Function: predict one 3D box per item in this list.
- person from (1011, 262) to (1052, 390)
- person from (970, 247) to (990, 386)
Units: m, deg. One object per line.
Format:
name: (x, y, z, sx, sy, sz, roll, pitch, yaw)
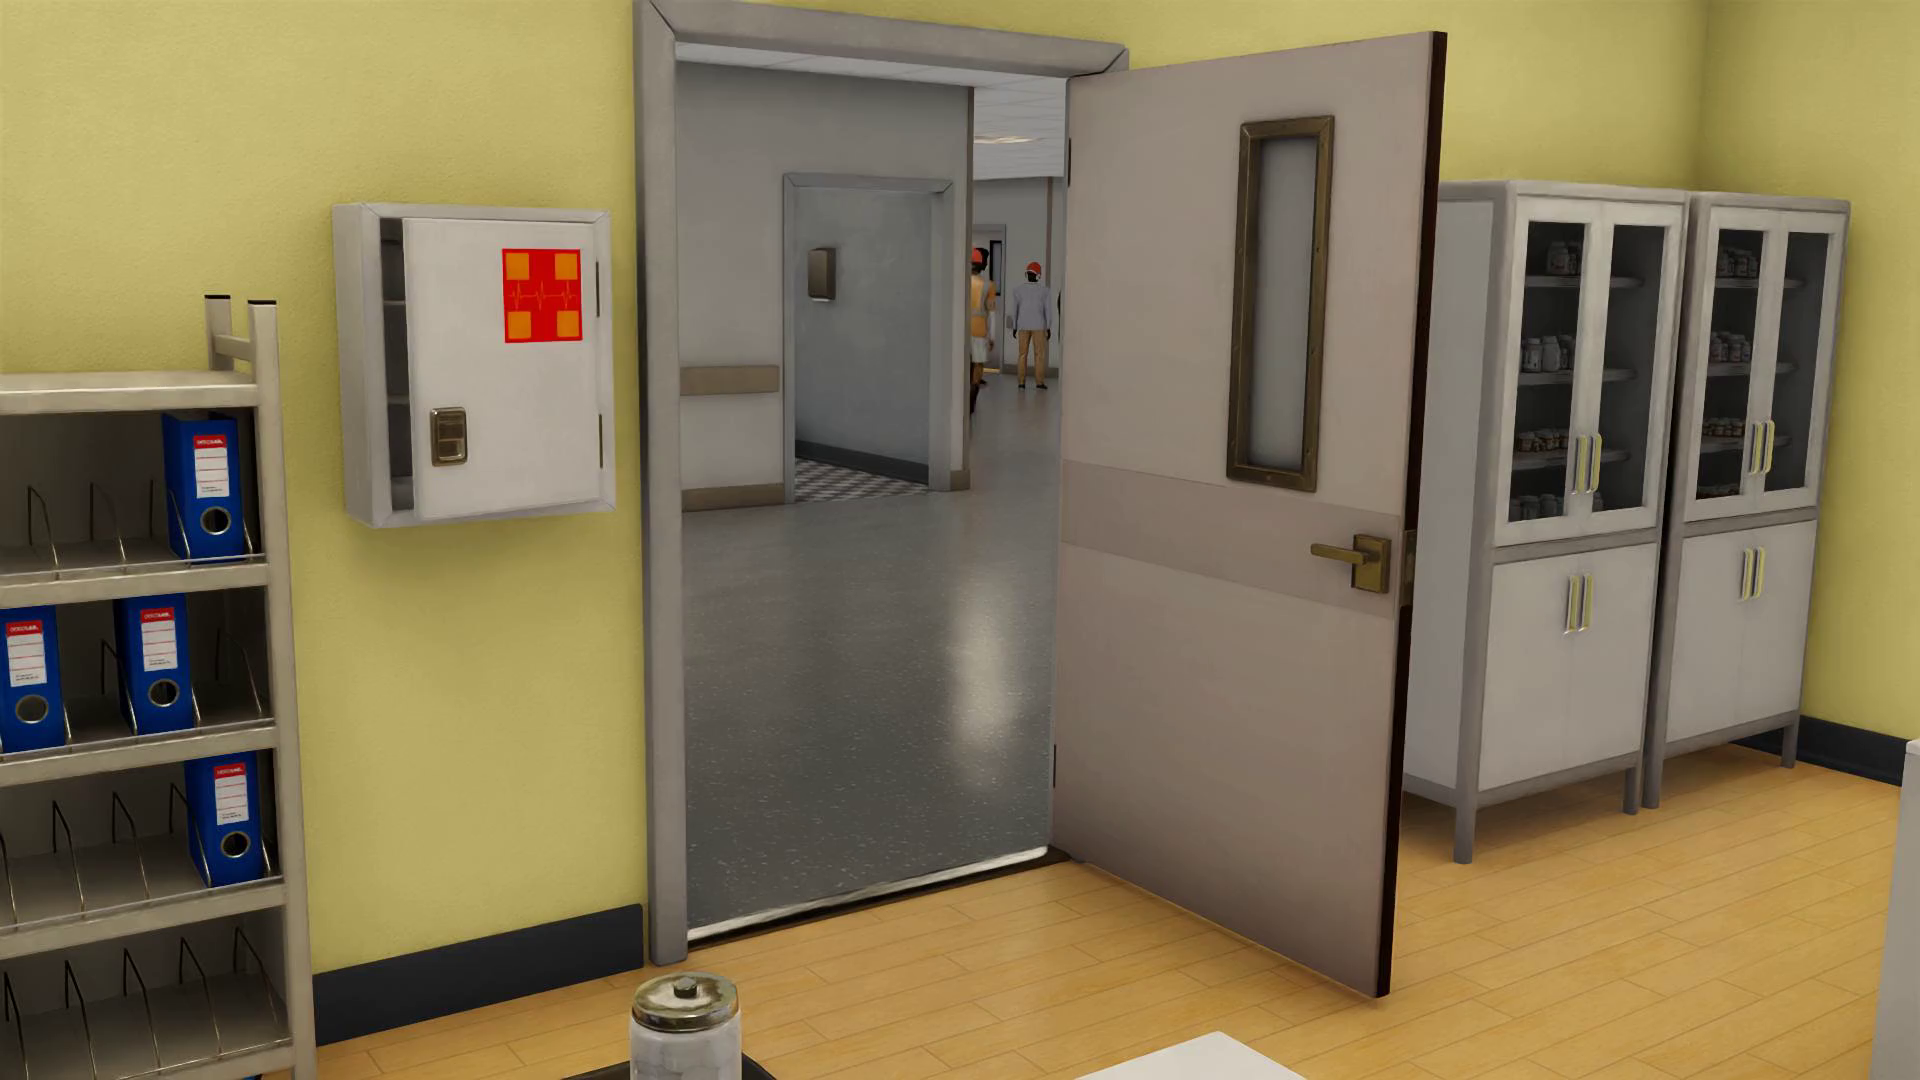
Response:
person: (0.993, -2.947, 22.916, 0.573, 1.747, 0.337, 3, 10, 14)
person: (0.214, -3.137, 23.388, 0.384, 1.952, 0.620, -1, 10, -11)
